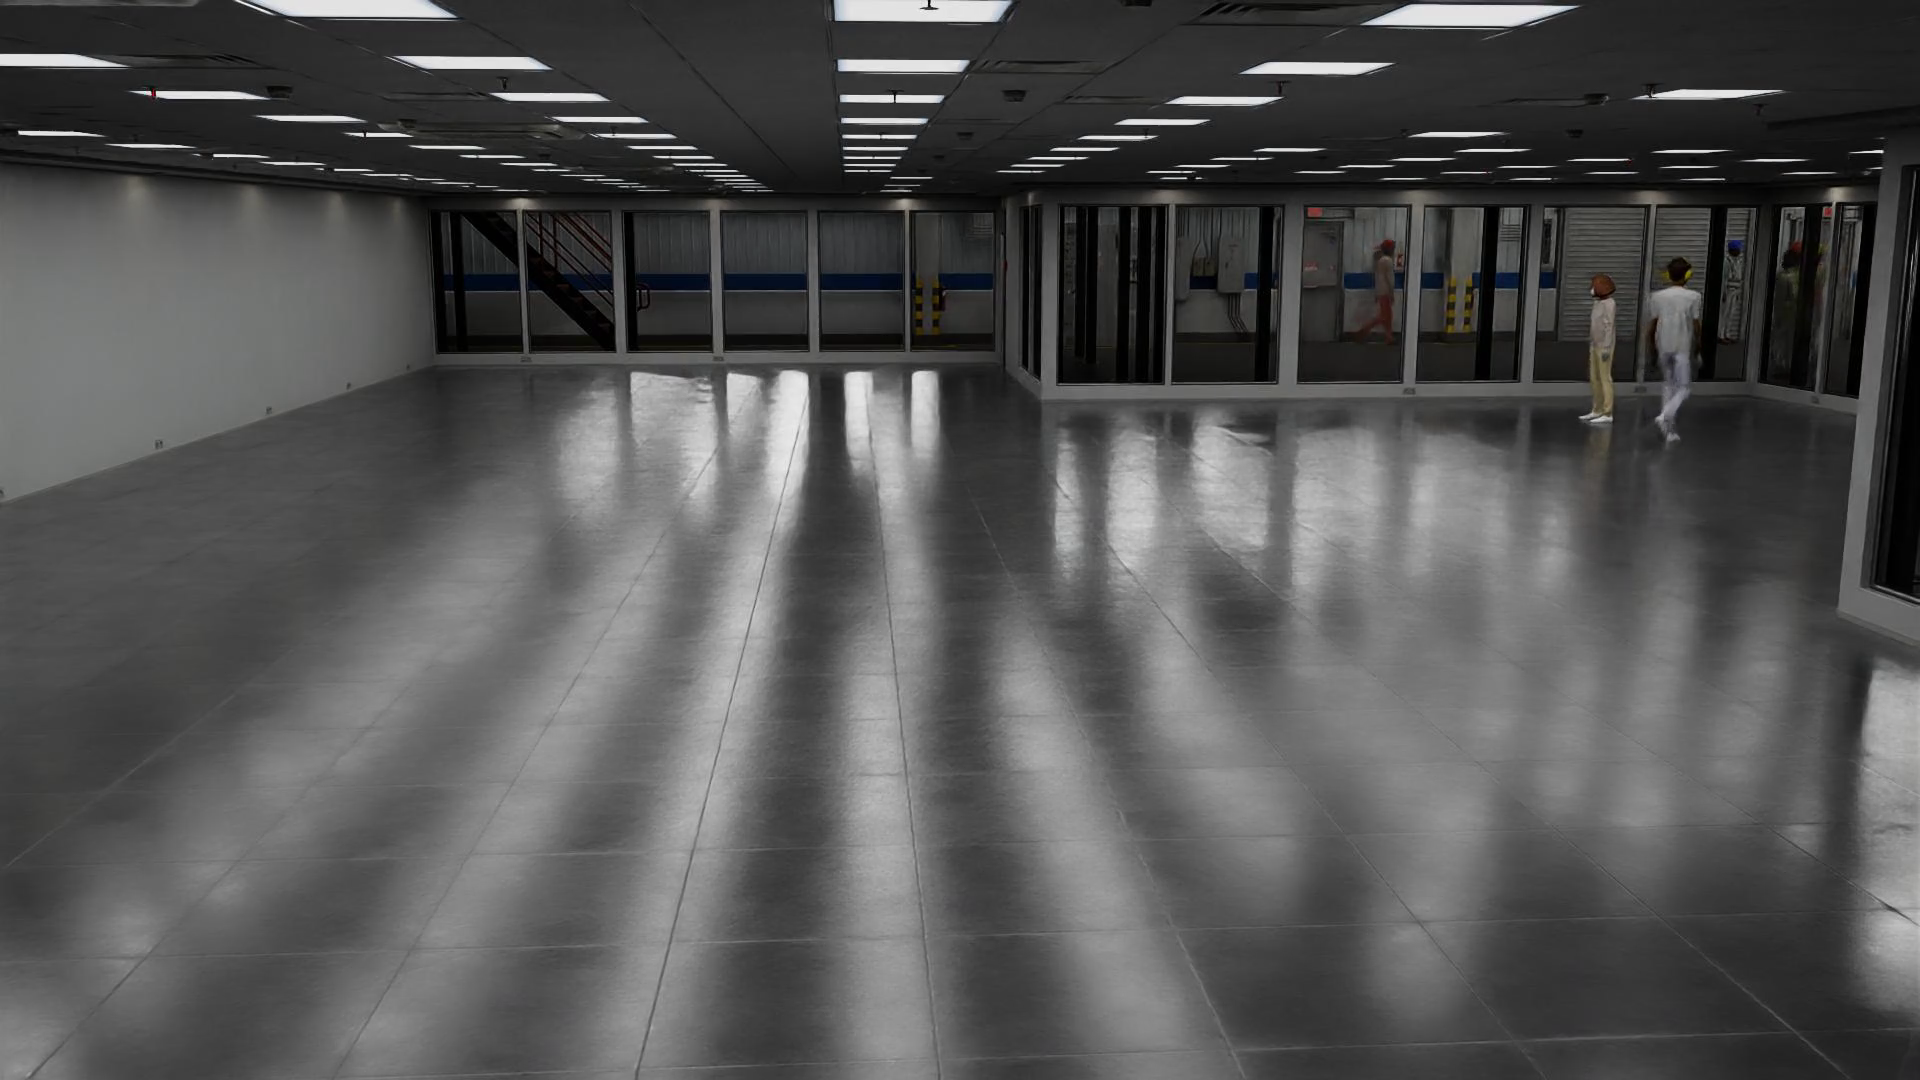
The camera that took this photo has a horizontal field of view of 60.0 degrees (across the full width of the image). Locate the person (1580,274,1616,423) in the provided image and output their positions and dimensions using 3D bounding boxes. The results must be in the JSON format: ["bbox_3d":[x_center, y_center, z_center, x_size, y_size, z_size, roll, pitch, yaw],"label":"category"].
[{"bbox_3d":[7.035,-2.099,18.269,0.283,1.625,0.505,0,11,-1],"label":"person"}]

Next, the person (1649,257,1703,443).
[{"bbox_3d":[7.014,-1.851,16.346,0.701,1.847,0.539,-9,14,-41],"label":"person"}]
